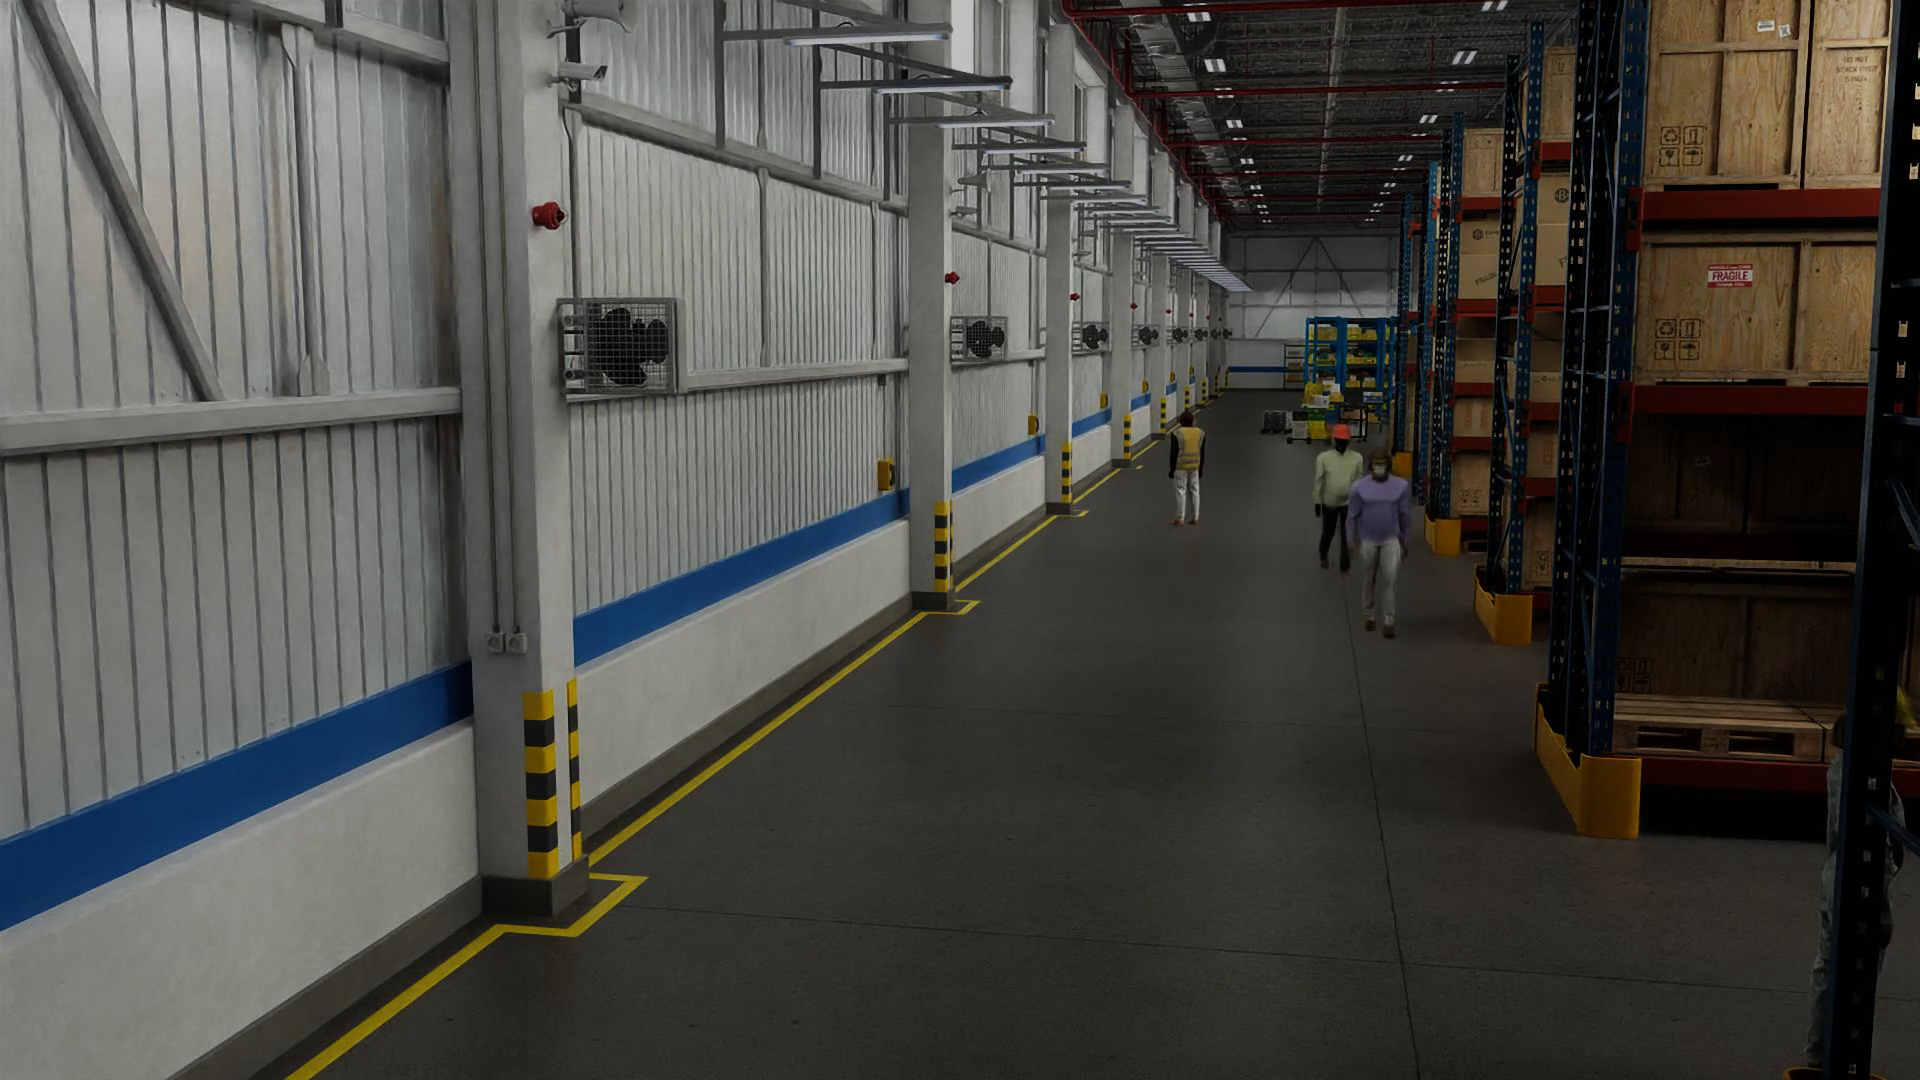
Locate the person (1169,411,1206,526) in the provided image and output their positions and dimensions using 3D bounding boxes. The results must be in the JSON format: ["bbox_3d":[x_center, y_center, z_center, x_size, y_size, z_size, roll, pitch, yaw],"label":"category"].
[{"bbox_3d":[3.619,-1.143,26.667,0.633,1.841,0.429,-3,8,-23],"label":"person"}]

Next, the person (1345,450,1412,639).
[{"bbox_3d":[4.252,0.047,16.916,0.658,1.893,0.954,1,7,11],"label":"person"}]

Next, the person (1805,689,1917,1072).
[{"bbox_3d":[3.567,1.415,6.573,0.293,1.745,0.486,1,7,10],"label":"person"}]

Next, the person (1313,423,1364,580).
[{"bbox_3d":[4.771,-0.499,21.002,0.622,1.978,0.639,0,7,2],"label":"person"}]
